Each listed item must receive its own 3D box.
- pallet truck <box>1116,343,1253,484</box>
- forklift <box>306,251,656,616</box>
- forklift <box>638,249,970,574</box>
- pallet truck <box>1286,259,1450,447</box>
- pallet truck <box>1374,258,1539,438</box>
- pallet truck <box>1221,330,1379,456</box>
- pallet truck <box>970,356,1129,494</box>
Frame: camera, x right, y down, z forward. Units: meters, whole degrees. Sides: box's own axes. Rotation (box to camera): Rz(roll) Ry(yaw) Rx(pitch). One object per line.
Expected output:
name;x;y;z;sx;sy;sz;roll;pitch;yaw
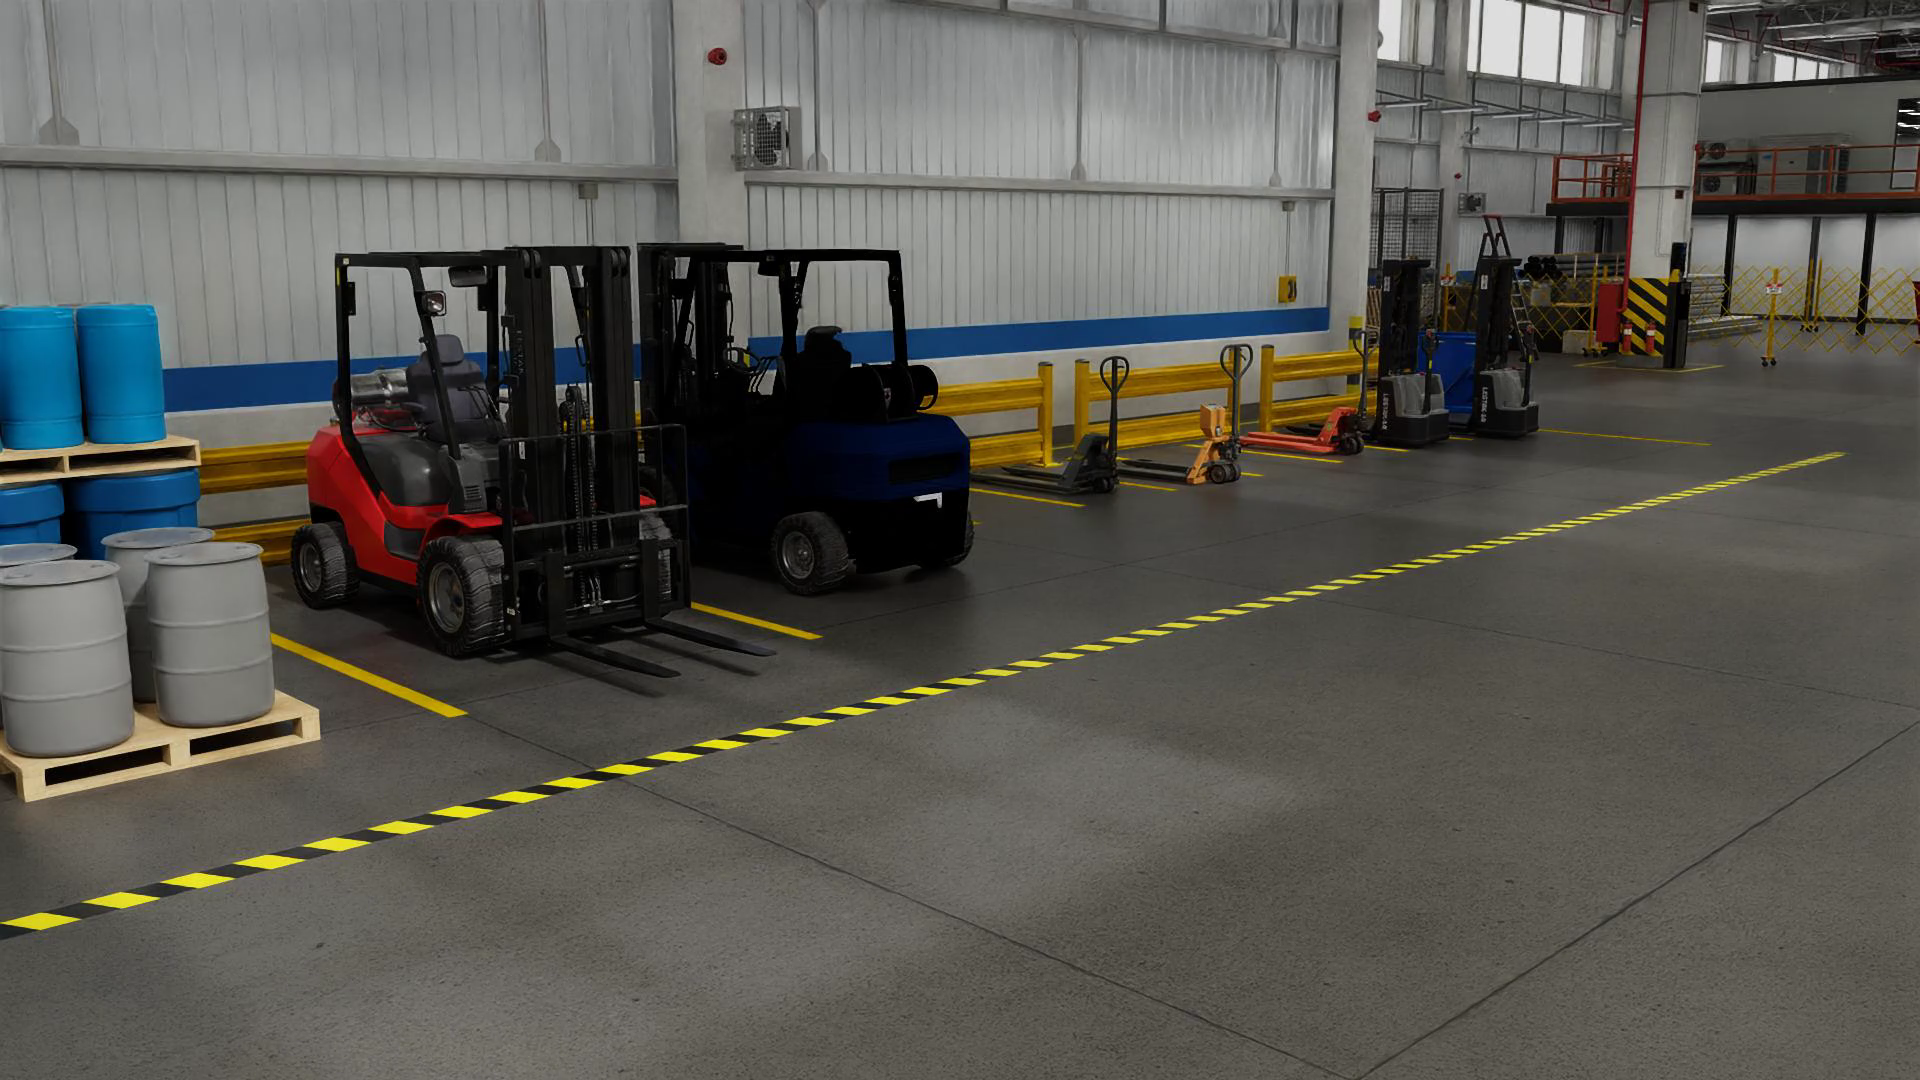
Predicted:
pallet truck;1.962;-1.215;15.415;1.522;1.261;0.704;10;14;43
forklift;-2.833;-0.669;9.694;1.157;1.987;2.680;-10;14;-44
forklift;-1.173;-0.958;11.239;2.680;1.987;1.157;10;14;43
pallet truck;4.493;-2.078;18.196;0.823;1.965;1.885;-9;14;-40
pallet truck;5.704;-2.208;18.901;1.885;1.965;0.823;10;14;43
pallet truck;3.563;-1.581;17.381;0.653;1.274;1.630;-10;14;-44
pallet truck;0.784;-1.085;14.876;0.680;1.201;1.601;-10;14;-44
